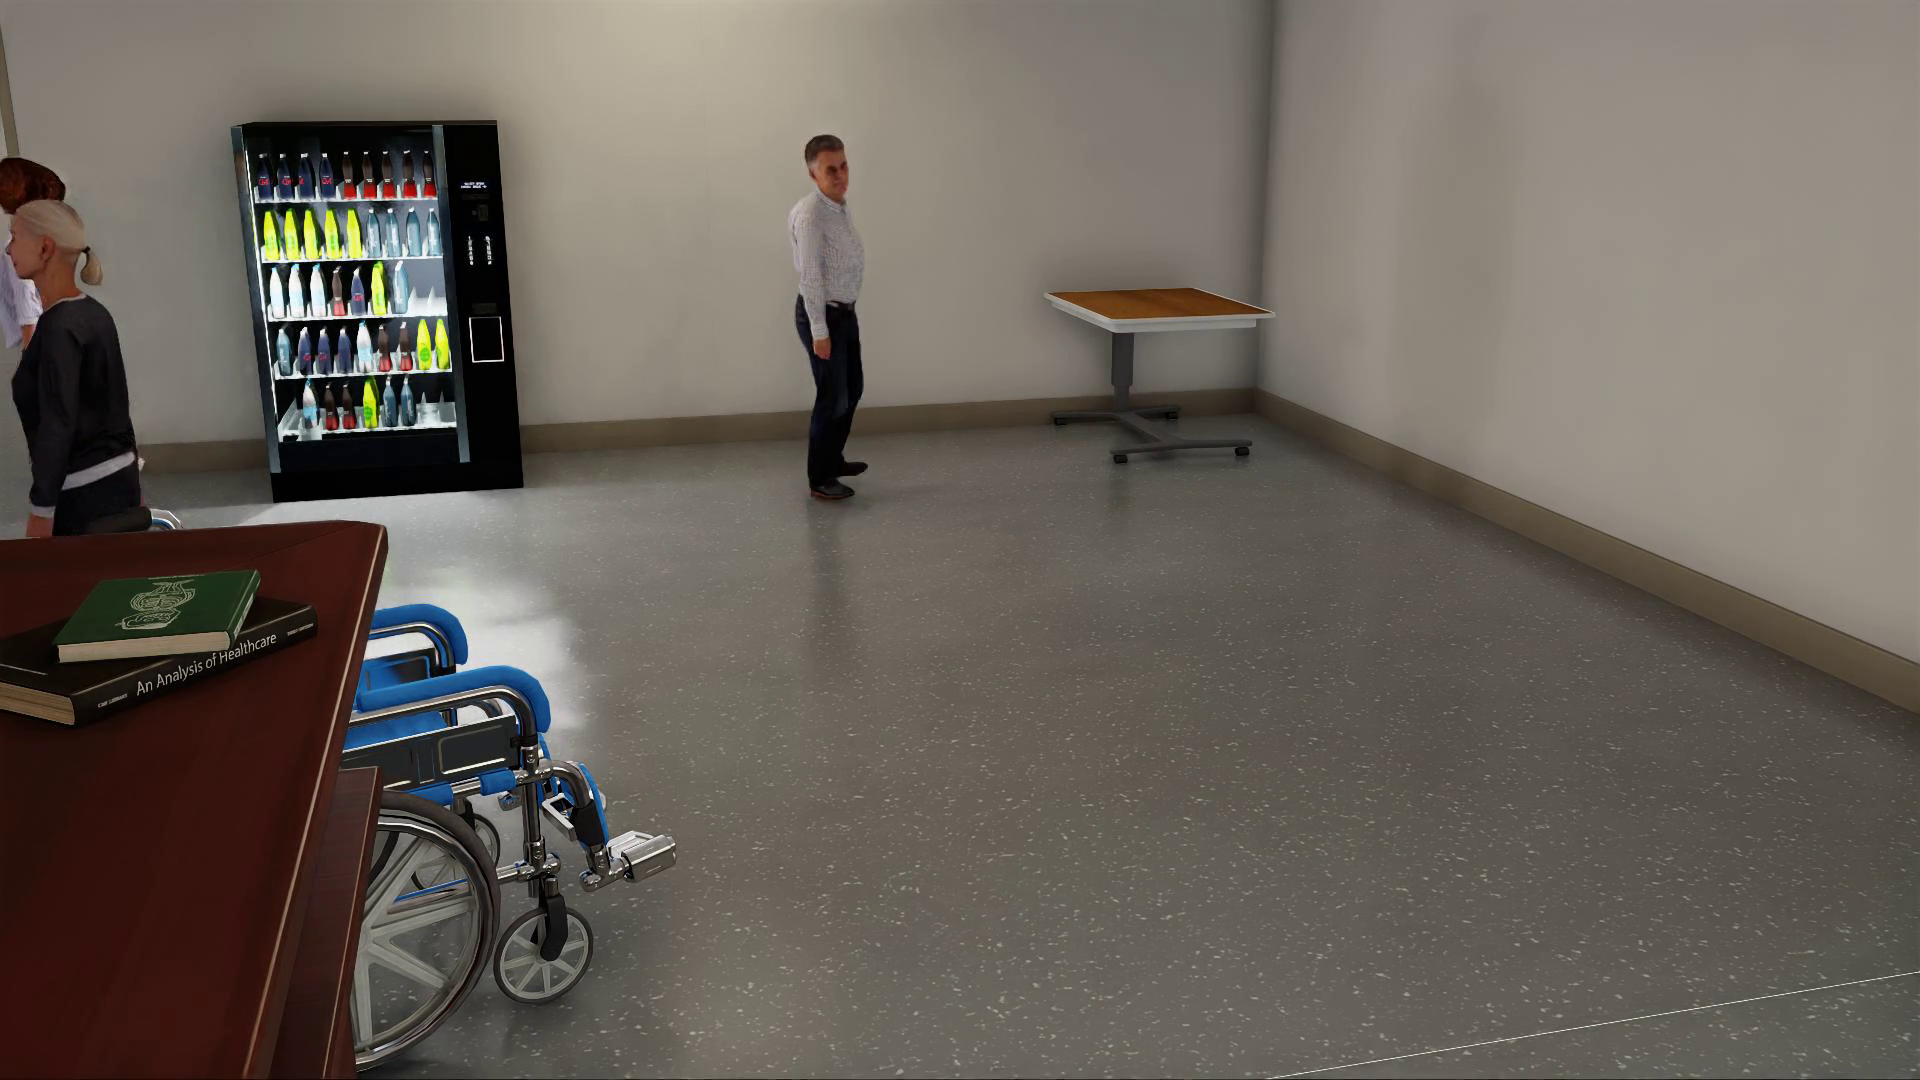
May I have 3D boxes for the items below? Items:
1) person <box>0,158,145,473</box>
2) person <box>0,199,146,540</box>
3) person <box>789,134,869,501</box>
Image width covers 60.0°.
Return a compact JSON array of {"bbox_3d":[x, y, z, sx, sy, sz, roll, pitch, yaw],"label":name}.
[{"bbox_3d":[-4.192,-0.928,7.848,0.929,1.686,0.803,2,16,6],"label":"person"},{"bbox_3d":[-2.593,-0.160,5.137,1.074,1.681,0.672,-5,17,-17],"label":"person"},{"bbox_3d":[-0.649,-1.071,8.180,0.865,1.783,0.916,1,16,3],"label":"person"}]
